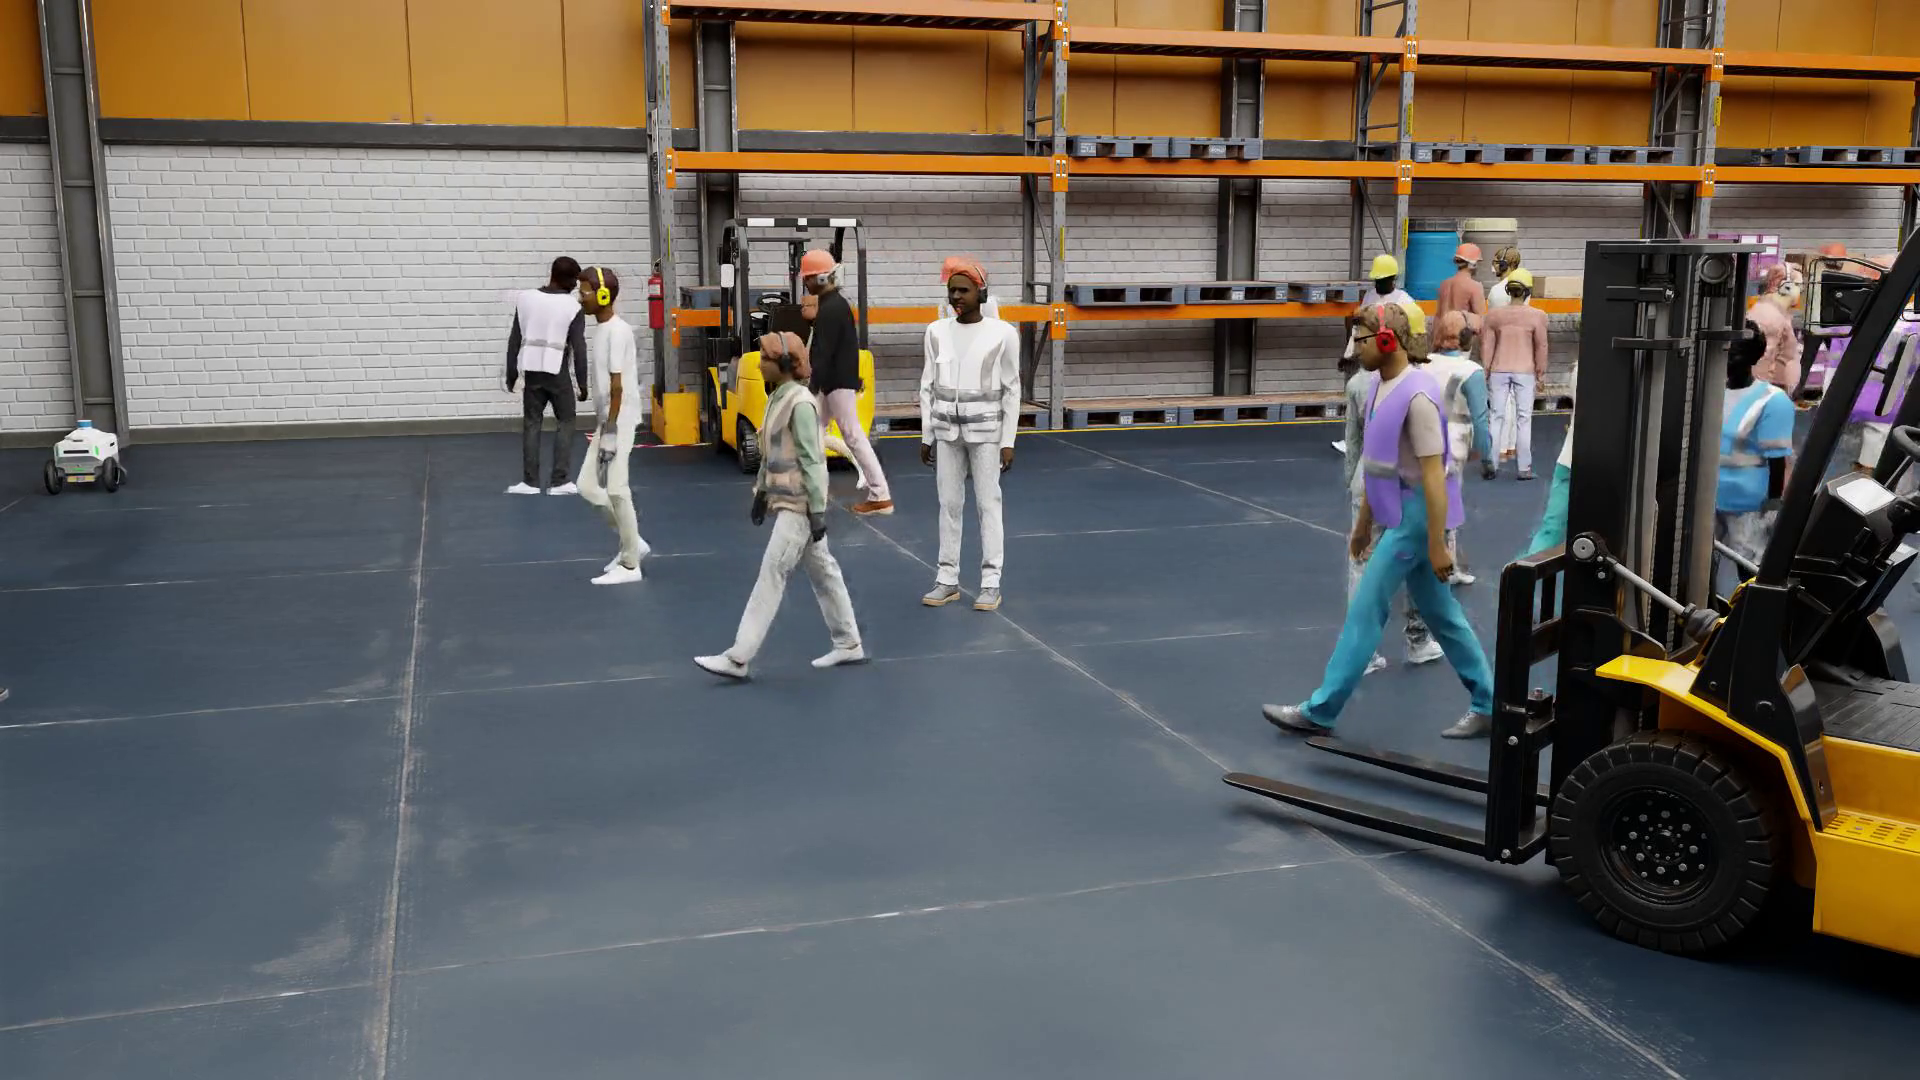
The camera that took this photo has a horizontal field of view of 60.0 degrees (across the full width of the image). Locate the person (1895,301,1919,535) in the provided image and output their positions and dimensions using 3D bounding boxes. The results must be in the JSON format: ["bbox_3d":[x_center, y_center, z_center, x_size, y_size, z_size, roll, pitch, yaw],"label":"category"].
[{"bbox_3d":[6.484,-0.914,11.111,0.823,1.846,0.662,-7,13,-34],"label":"person"}]

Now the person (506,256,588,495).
[{"bbox_3d":[-3.285,-1.280,13.073,0.735,1.875,0.383,2,11,12],"label":"person"}]

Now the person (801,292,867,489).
[{"bbox_3d":[-1.013,-1.142,13.045,0.606,1.611,0.503,0,10,0],"label":"person"}]

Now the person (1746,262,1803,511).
[{"bbox_3d":[5.309,-0.936,11.229,0.894,1.872,0.649,4,11,19],"label":"person"}]

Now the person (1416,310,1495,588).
[{"bbox_3d":[2.783,-0.472,9.310,0.668,1.613,0.544,-5,11,-24],"label":"person"}]

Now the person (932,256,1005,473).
[{"bbox_3d":[0.074,-1.442,13.983,0.554,1.851,1.029,8,13,37],"label":"person"}]

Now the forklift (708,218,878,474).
[{"bbox_3d":[-1.522,-1.778,14.899,1.214,2.155,2.313,-3,11,-17],"label":"forklift"}]

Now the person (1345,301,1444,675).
[{"bbox_3d":[2.066,-0.250,7.792,0.507,1.717,0.711,9,13,39],"label":"person"}]

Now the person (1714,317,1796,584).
[{"bbox_3d":[3.609,-0.187,7.626,0.733,1.672,0.533,-5,11,-24],"label":"person"}]

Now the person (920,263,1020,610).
[{"bbox_3d":[0.042,-0.557,9.063,0.576,1.883,0.354,4,11,23],"label":"person"}]

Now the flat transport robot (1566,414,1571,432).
[{"bbox_3d":[6.473,-1.075,16.319,0.652,0.197,1.431,1,10,5],"label":"flat transport robot"}]

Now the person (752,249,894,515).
[{"bbox_3d":[-0.978,-1.122,12.023,1.068,1.921,0.627,0,10,-1],"label":"person"}]

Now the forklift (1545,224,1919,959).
[{"bbox_3d":[2.909,0.117,4.508,2.313,2.155,1.214,9,14,40],"label":"forklift"}]

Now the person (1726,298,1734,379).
[{"bbox_3d":[5.495,-0.984,12.116,0.342,1.631,0.507,-4,11,-21],"label":"person"}]

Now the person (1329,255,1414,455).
[{"bbox_3d":[3.844,-1.673,15.249,1.020,1.850,0.606,-4,11,-19],"label":"person"}]

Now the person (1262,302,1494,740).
[{"bbox_3d":[1.776,-0.053,6.647,1.014,1.775,0.570,1,10,5],"label":"person"}]

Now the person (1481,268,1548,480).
[{"bbox_3d":[4.632,-1.382,13.908,0.533,1.765,0.330,6,12,30],"label":"person"}]

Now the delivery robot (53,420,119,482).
[{"bbox_3d":[-7.006,-0.720,13.338,0.477,0.478,0.707,-3,11,-16],"label":"delivery robot"}]

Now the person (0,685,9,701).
[{"bbox_3d":[-4.397,-0.179,7.161,0.591,1.825,0.403,9,14,40],"label":"person"}]

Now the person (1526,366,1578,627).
[{"bbox_3d":[3.196,-0.346,8.387,0.947,1.700,0.537,-3,11,-16],"label":"person"}]

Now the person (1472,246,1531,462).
[{"bbox_3d":[4.900,-1.671,15.013,0.372,1.940,0.631,8,13,37],"label":"person"}]

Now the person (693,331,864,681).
[{"bbox_3d":[-0.822,-0.153,7.637,0.860,1.590,0.547,-3,11,-17],"label":"person"}]

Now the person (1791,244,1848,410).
[{"bbox_3d":[10.147,-2.482,19.462,1.014,1.940,0.637,-5,12,-27],"label":"person"}]

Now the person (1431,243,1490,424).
[{"bbox_3d":[5.166,-2.014,16.861,0.993,1.943,0.656,-4,11,-19],"label":"person"}]

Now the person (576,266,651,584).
[{"bbox_3d":[-2.037,-0.648,9.661,0.384,1.851,0.523,-5,12,-26],"label":"person"}]

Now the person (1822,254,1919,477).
[{"bbox_3d":[5.621,-0.782,10.213,0.675,1.915,0.548,-6,12,-29],"label":"person"}]
